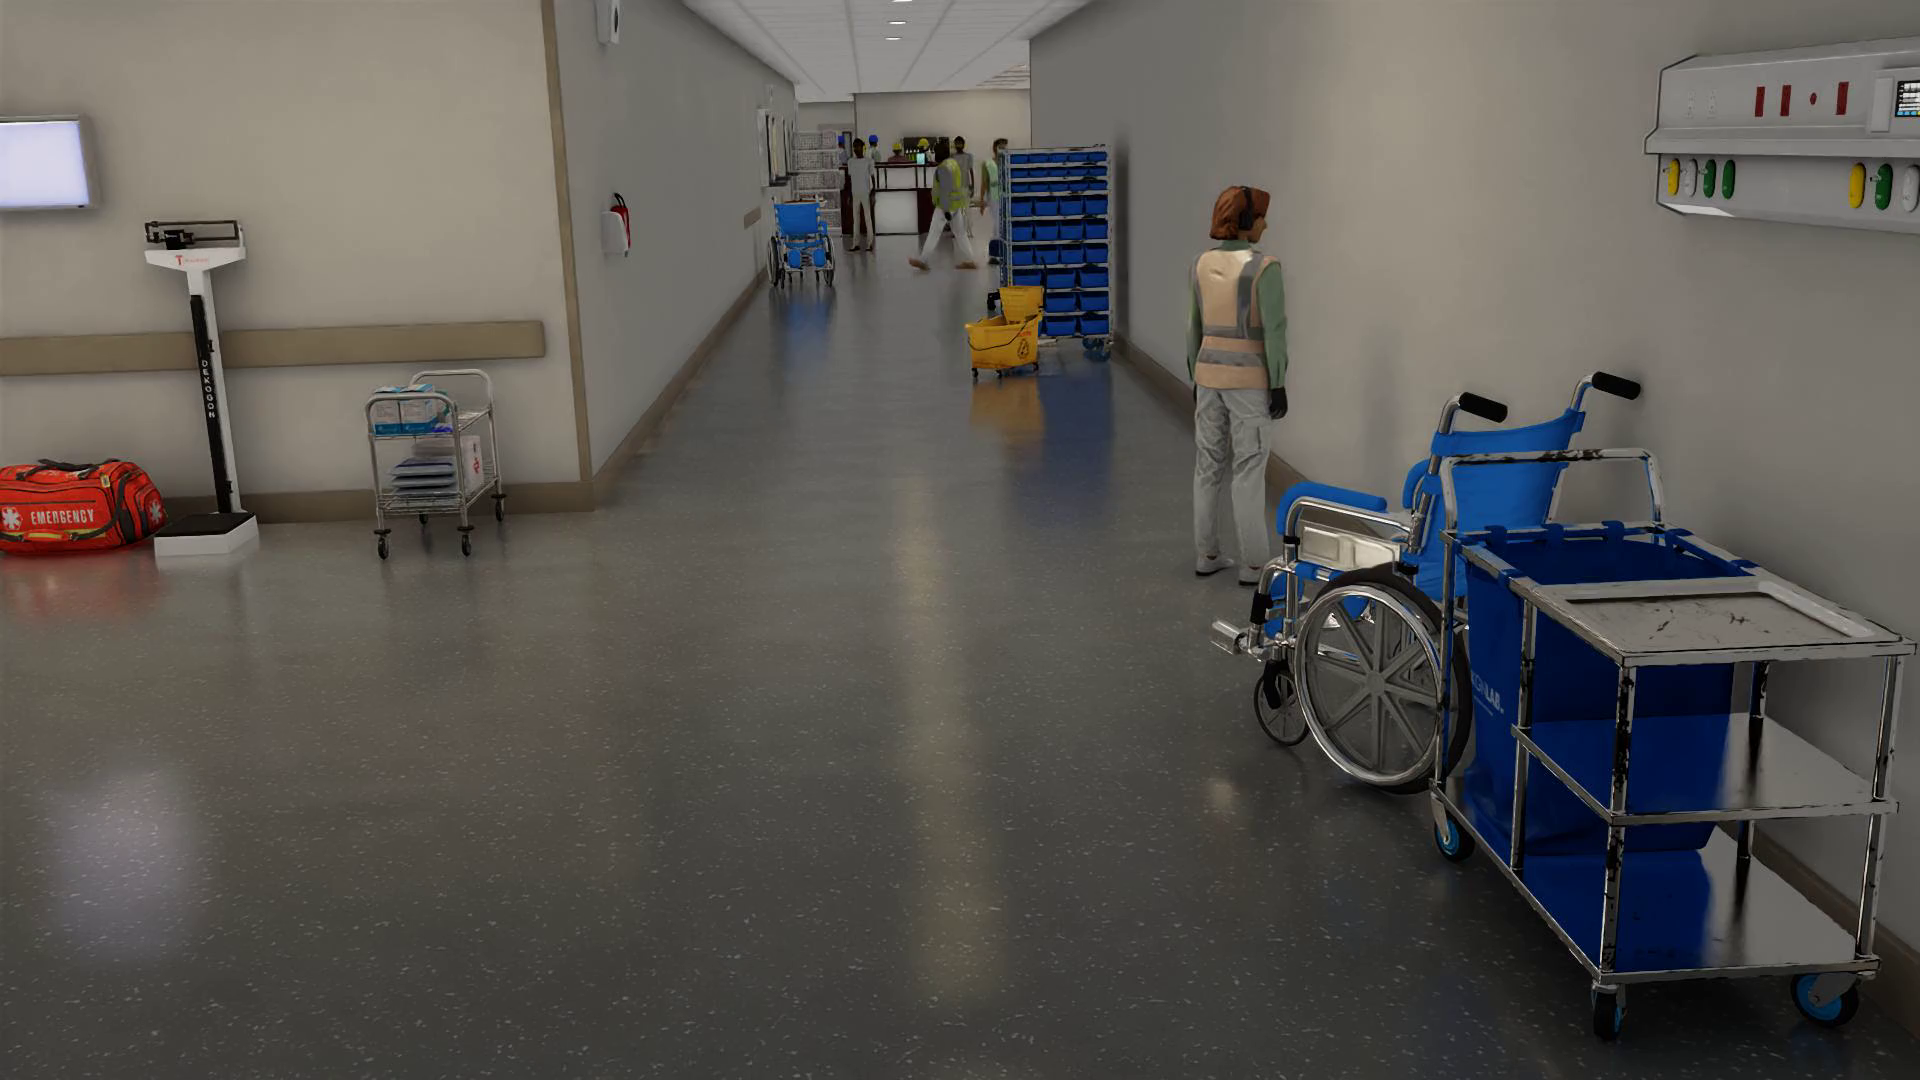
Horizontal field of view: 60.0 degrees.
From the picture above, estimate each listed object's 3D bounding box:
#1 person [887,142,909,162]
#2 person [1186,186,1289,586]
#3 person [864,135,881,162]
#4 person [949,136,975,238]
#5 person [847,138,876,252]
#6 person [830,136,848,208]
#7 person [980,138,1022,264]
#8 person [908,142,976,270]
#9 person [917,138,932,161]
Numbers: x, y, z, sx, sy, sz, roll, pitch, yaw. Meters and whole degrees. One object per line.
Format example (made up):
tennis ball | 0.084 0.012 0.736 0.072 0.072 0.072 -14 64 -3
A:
person | -1.429 -8.325 38.571 0.522 1.759 0.349 2 14 15
person | 1.142 -0.630 6.881 0.313 1.637 0.513 -12 17 -35
person | -2.202 -9.386 42.611 0.384 1.949 0.605 -13 18 -40
person | 0.024 -6.523 30.786 0.506 1.861 0.329 1 14 12
person | -1.648 -5.747 27.752 0.520 1.873 0.333 3 15 20
person | -3.147 -9.660 43.847 0.391 1.949 0.602 -14 19 -42
person | 0.656 -4.862 23.974 0.581 1.797 0.953 -11 17 -35
person | -0.240 -4.729 23.616 0.960 1.776 0.607 4 15 21
person | -0.825 -8.584 39.428 0.403 1.827 0.590 -3 14 -6
